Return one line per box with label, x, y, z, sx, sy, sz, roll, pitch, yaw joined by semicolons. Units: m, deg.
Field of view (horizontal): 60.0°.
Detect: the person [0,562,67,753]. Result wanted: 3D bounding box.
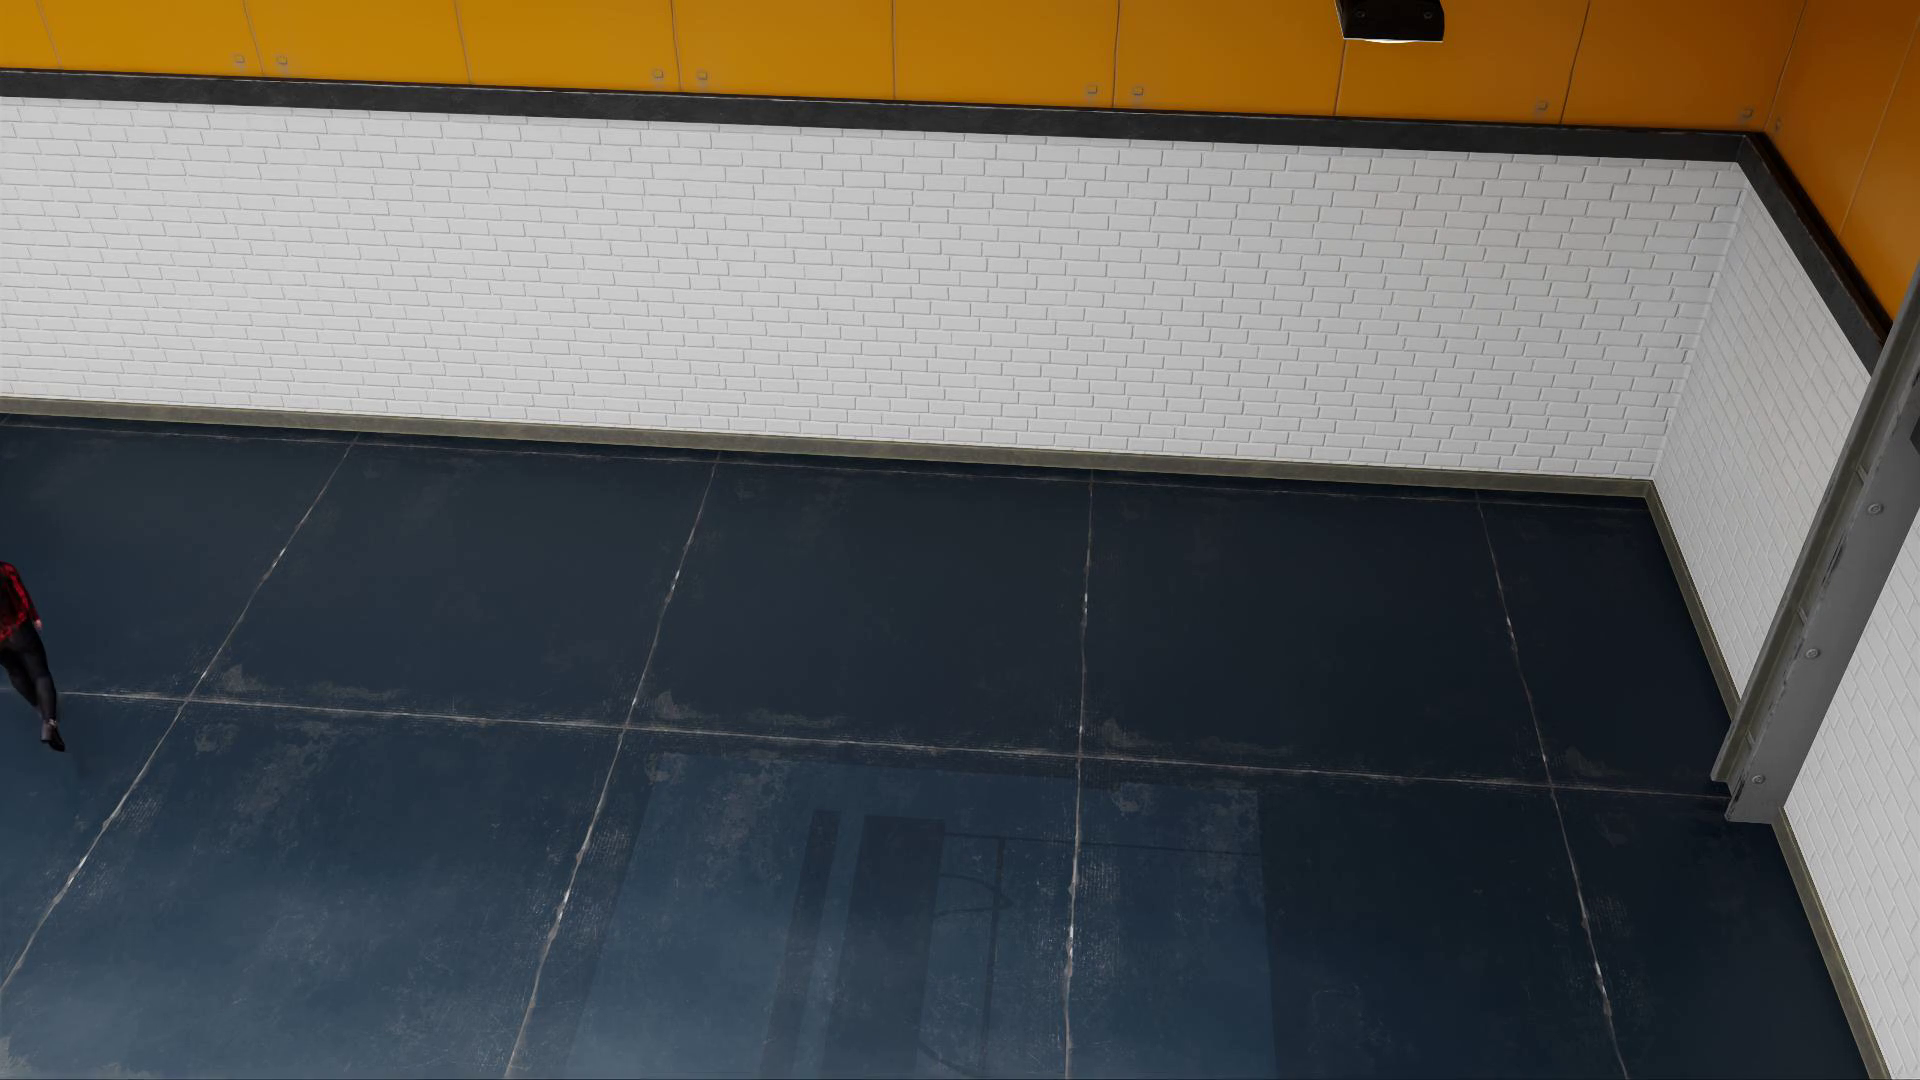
person;-5.939;0.659;10.406;0.879;1.630;1.044;-18;42;-21
